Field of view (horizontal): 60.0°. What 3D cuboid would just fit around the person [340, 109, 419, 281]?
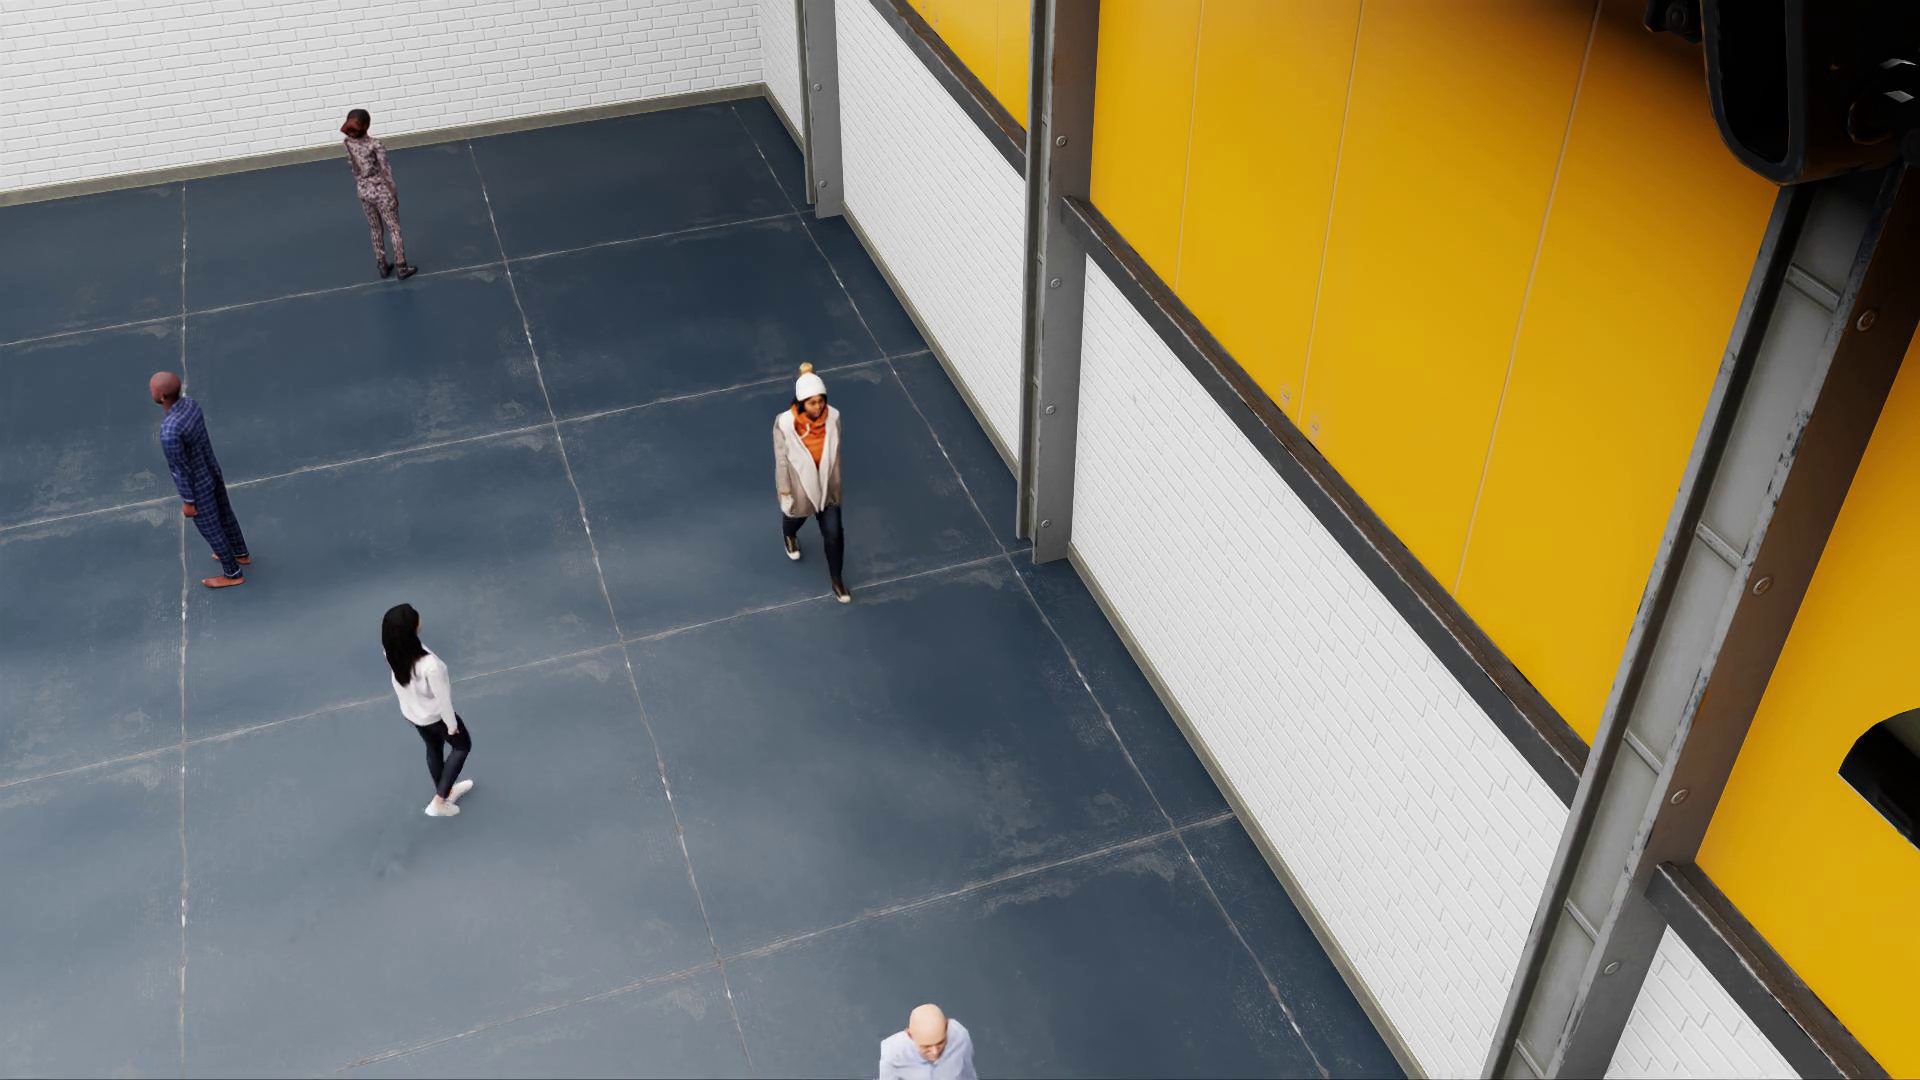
[{"bbox_3d":[-5.539,-3.285,15.783,0.675,1.714,0.721,11,40,14],"label":"person"}]

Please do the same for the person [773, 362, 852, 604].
[{"bbox_3d":[-1.133,-0.476,12.152,0.668,1.855,1.136,-13,40,-16],"label":"person"}]

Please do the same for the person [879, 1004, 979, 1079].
[{"bbox_3d":[-0.177,2.775,8.142,0.669,1.779,0.747,-16,41,-19],"label":"person"}]

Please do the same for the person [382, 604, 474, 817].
[{"bbox_3d":[-3.361,1.105,10.303,0.782,1.692,0.843,20,43,23],"label":"person"}]

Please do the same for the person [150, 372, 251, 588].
[{"bbox_3d":[-5.567,-0.457,12.157,0.784,1.819,0.627,-3,39,-3],"label":"person"}]
